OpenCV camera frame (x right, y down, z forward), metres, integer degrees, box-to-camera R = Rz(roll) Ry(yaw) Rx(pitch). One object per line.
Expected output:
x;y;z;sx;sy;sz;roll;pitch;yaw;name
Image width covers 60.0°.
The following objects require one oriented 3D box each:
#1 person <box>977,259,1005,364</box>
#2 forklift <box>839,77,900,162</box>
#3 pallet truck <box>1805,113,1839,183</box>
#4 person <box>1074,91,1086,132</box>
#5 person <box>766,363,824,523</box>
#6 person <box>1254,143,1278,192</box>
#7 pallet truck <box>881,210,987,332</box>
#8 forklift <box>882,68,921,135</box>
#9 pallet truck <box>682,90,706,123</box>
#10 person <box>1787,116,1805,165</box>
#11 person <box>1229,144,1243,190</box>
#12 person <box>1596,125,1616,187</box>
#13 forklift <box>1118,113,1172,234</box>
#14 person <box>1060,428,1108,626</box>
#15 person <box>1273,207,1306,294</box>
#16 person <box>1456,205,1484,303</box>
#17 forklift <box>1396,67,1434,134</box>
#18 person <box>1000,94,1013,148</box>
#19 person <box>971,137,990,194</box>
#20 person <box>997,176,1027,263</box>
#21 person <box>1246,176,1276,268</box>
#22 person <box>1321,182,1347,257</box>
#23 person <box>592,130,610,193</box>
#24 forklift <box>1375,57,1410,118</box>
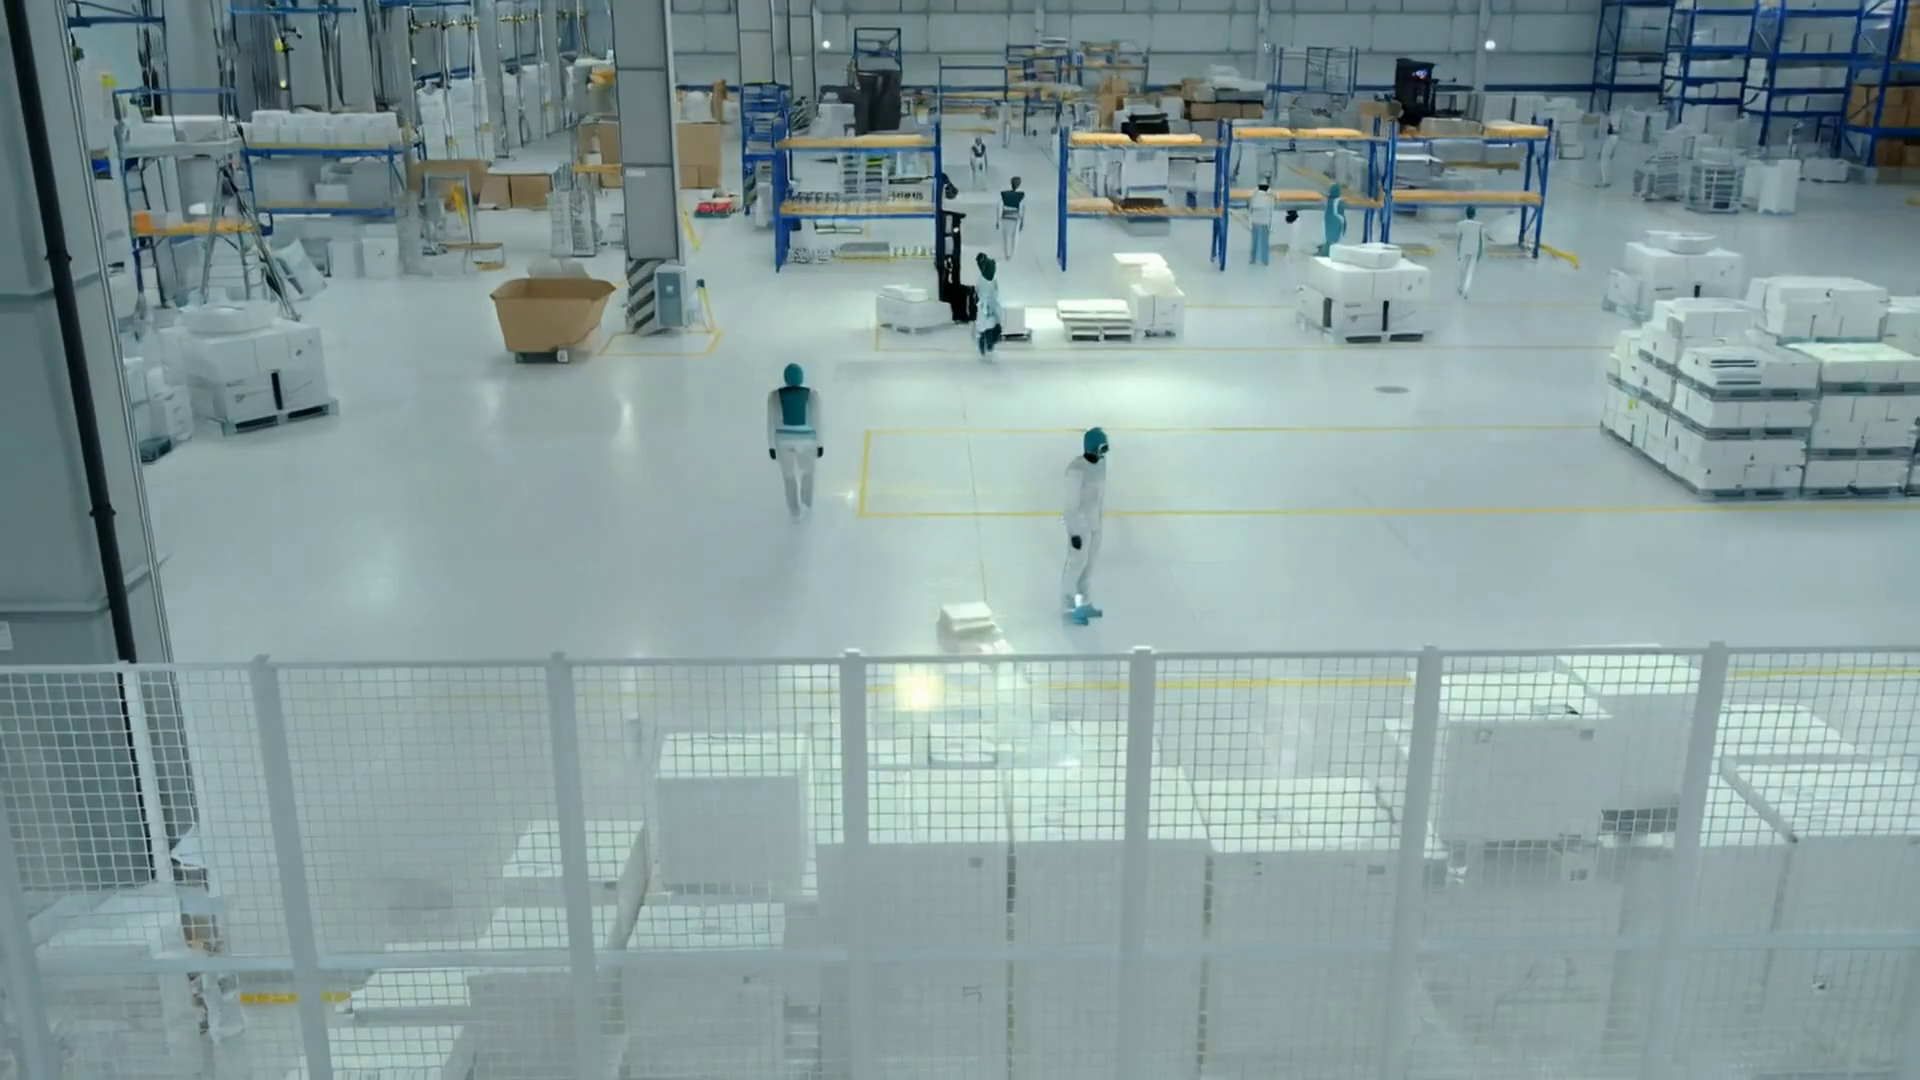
0.478;-3.638;26.509;0.372;1.680;0.539;17;25;41;person
-2.996;-13.906;55.124;1.873;2.768;1.129;4;19;11;forklift
26.403;-11.957;50.702;0.823;1.965;1.885;6;19;16;pallet truck
4.530;-15.908;62.552;0.541;1.912;0.565;-7;20;-21;person
-1.850;-1.081;18.698;0.654;1.827;0.445;-1;19;-3;person
8.207;-9.868;44.601;0.634;1.938;0.350;6;20;17;person
-0.493;-4.759;29.349;1.885;1.965;0.823;-13;23;-34;pallet truck
-2.449;-15.675;60.373;1.873;2.768;1.129;-10;21;-26;forklift
-9.671;-15.907;62.421;0.823;1.965;1.885;5;19;15;pallet truck
27.685;-13.194;54.987;0.842;1.599;0.513;0;19;1;person
7.520;-10.169;45.608;0.488;1.859;0.656;-6;19;-17;person
19.108;-11.349;49.173;0.586;1.823;0.535;-18;25;-42;person
4.524;-8.902;40.278;1.129;2.768;1.873;-1;19;-1;forklift
1.197;-0.137;15.763;0.390;1.925;0.624;12;22;32;person
6.457;-5.619;32.356;0.763;1.689;0.479;-1;19;-4;person
9.736;-5.490;31.822;0.487;1.803;1.015;5;19;14;person
16.949;-16.123;61.702;1.129;2.768;1.873;-1;19;-2;forklift
1.694;-15.361;60.914;0.383;1.931;0.628;12;22;32;person
0.551;-10.713;47.631;0.542;1.594;0.856;-8;20;-21;person
1.118;-6.886;35.847;0.640;1.876;0.641;0;19;-1;person
6.398;-6.777;35.444;0.614;1.923;0.382;1;19;4;person
7.937;-6.679;35.315;0.522;1.825;0.437;17;25;40;person
-10.270;-10.894;47.678;0.557;1.915;0.677;5;19;13;person
18.203;-18.491;68.726;1.873;2.768;1.129;-1;19;-1;forklift
